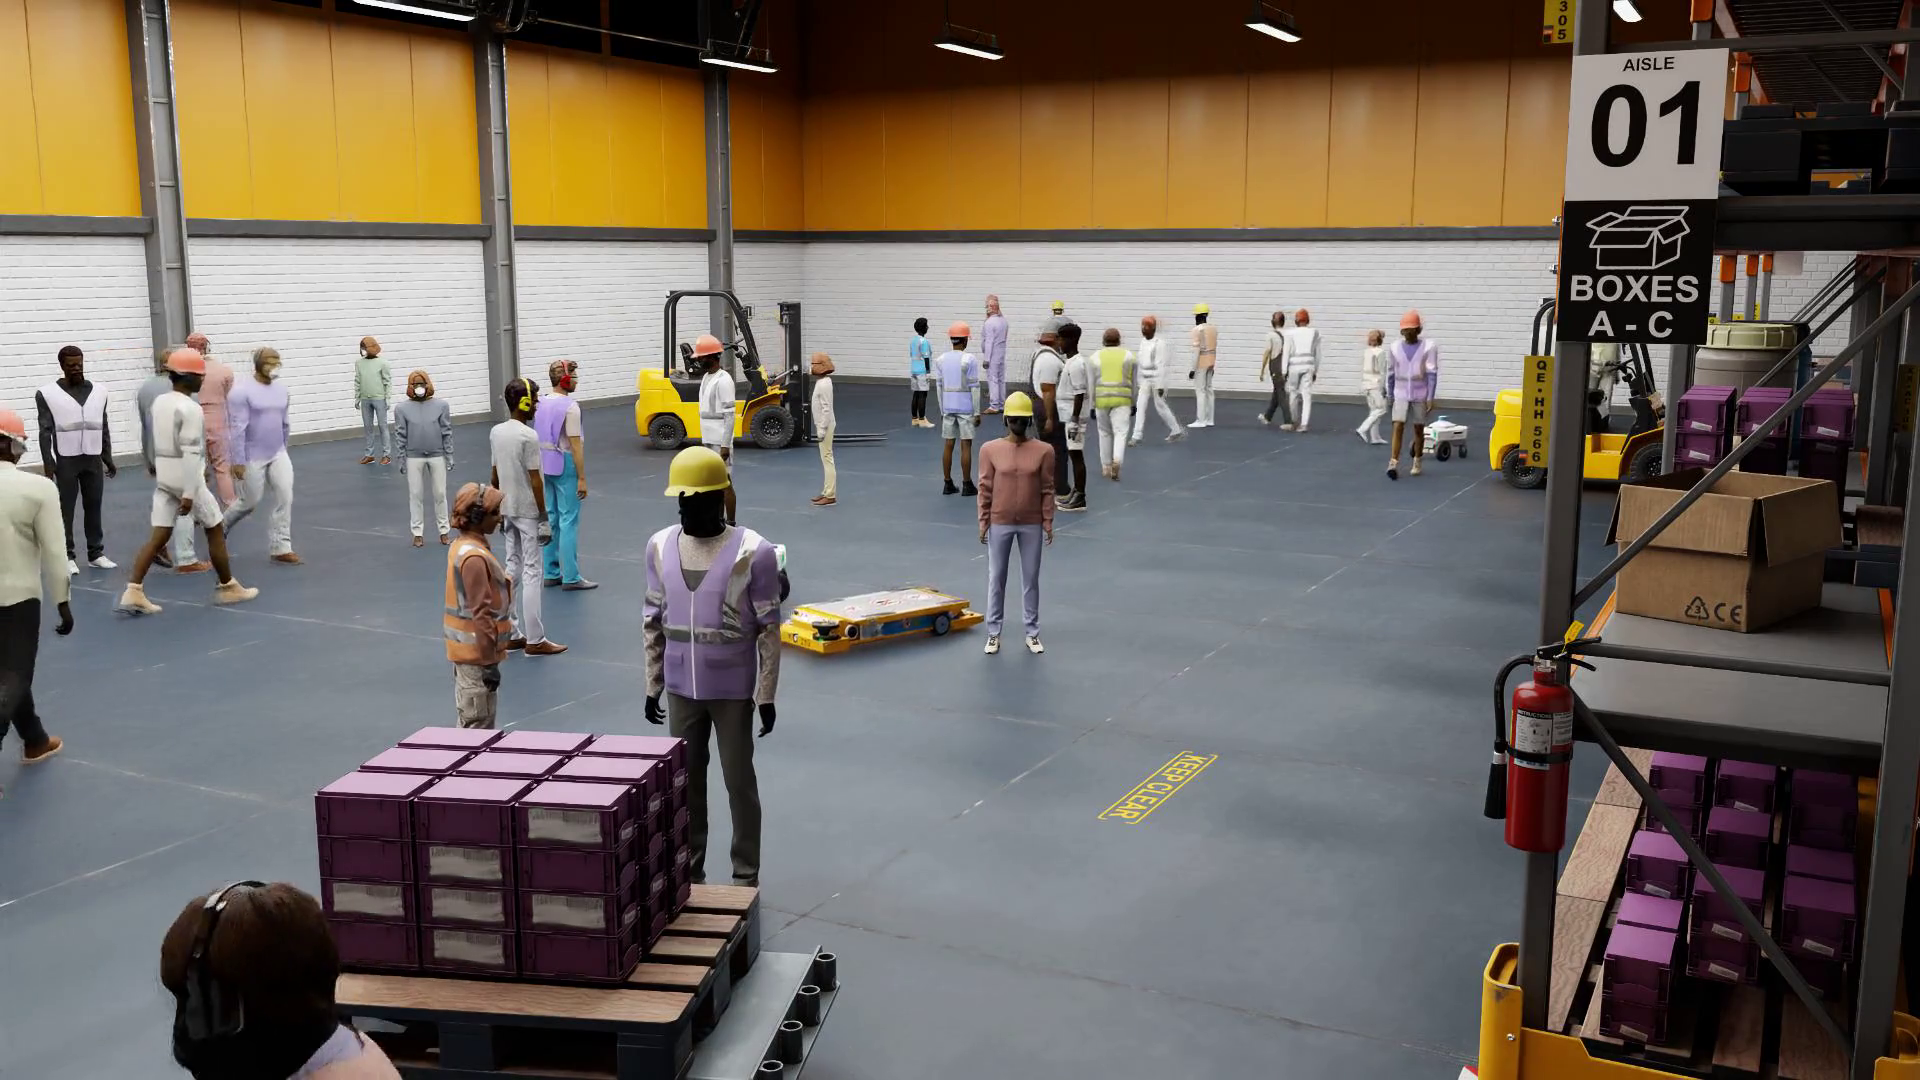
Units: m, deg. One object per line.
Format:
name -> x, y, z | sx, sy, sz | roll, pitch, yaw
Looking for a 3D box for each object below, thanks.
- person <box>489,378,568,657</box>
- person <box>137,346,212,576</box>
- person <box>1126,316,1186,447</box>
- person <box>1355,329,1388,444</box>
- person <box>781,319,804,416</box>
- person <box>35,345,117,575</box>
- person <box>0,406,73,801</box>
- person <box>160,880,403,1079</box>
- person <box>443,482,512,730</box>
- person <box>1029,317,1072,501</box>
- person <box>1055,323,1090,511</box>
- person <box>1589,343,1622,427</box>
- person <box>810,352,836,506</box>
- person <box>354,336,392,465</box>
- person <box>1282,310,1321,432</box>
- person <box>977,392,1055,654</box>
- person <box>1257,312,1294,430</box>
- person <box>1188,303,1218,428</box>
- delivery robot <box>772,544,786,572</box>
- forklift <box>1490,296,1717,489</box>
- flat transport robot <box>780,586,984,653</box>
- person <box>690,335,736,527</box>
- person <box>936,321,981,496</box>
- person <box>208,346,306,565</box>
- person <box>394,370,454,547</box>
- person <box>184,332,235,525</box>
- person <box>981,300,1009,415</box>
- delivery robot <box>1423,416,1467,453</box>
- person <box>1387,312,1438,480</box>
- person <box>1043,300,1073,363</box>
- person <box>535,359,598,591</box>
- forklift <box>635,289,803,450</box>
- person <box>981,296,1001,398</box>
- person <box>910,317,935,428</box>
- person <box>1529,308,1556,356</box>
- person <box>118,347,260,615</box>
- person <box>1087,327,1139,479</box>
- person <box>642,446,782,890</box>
person -> -2.915, -0.152, 11.127 | 0.519, 1.865, 0.328 | 8, 12, 38
person -> -6.569, -0.654, 13.899 | 0.720, 1.907, 0.480 | 5, 11, 27
person -> 2.745, -2.224, 23.253 | 0.923, 1.834, 0.622 | -6, 12, -32
person -> 5.790, -2.126, 23.219 | 0.521, 1.625, 0.558 | -2, 10, -12
person -> -2.831, -2.911, 27.418 | 0.686, 1.748, 0.523 | 1, 10, 6
person -> -7.447, -0.681, 14.031 | 0.371, 1.916, 0.597 | 7, 12, 34
person -> -4.855, 0.300, 8.373 | 0.643, 1.928, 1.070 | 0, 10, -2
person -> -0.884, 1.396, 2.353 | 0.433, 1.809, 0.741 | -5, 11, -28
person -> -2.228, 0.548, 7.719 | 0.311, 1.640, 0.514 | -4, 11, -23
person -> 0.895, -1.409, 17.885 | 0.816, 2.000, 0.699 | -1, 10, -5
person -> 1.182, -1.284, 17.382 | 0.367, 1.963, 0.609 | 0, 10, 3
person -> 9.636, -2.510, 25.011 | 0.619, 1.772, 0.946 | 2, 10, 12
person -> -1.465, -1.183, 17.756 | 0.278, 1.634, 0.498 | -1, 10, -6
person -> -7.471, -1.771, 21.161 | 0.509, 1.632, 0.272 | 2, 10, 13
person -> 5.147, -2.554, 25.133 | 0.604, 1.825, 1.036 | 0, 10, 1
person -> 0.378, -0.112, 11.168 | 0.525, 1.771, 0.305 | -1, 10, -4
person -> 4.866, -2.590, 25.498 | 0.531, 1.789, 0.986 | -5, 11, -27
person -> 3.724, -2.687, 25.627 | 0.387, 1.921, 0.593 | 9, 13, 41
delivery robot -> -1.699, 0.163, 12.811 | 0.707, 0.478, 0.477 | -2, 10, -9
forklift -> 7.296, -1.677, 18.993 | 2.313, 2.155, 1.214 | 5, 11, 27
flat transport robot -> -0.575, 0.543, 11.706 | 1.431, 0.197, 0.652 | -8, 13, -40
person -> -2.298, -0.941, 15.498 | 0.379, 1.927, 0.550 | -6, 11, -30
person -> -0.002, -1.454, 18.439 | 0.545, 1.941, 0.350 | 6, 12, 32
person -> -6.098, -0.722, 14.336 | 0.817, 1.908, 0.653 | 5, 11, 26
person -> -4.909, -0.746, 15.258 | 0.502, 1.626, 0.283 | -4, 11, -21
person -> -7.509, -1.104, 16.507 | 0.653, 1.906, 0.405 | -5, 11, -28
person -> 0.549, -3.048, 27.763 | 0.401, 1.907, 0.646 | 5, 11, 29
delivery robot -> 6.295, -1.376, 21.724 | 0.707, 0.478, 0.477 | -7, 12, -36
person -> 5.357, -1.712, 19.796 | 0.615, 1.975, 1.097 | 5, 11, 25
person -> 1.785, -3.480, 30.478 | 0.600, 1.830, 0.404 | -2, 10, -13
person -> -3.189, -0.514, 13.268 | 0.568, 1.843, 0.374 | 9, 14, 43
forklift -> -3.358, -2.392, 23.136 | 2.313, 2.155, 1.214 | -1, 10, -5
person -> 0.581, -3.587, 30.977 | 0.405, 1.892, 0.723 | 0, 10, -2
person -> -0.588, -2.572, 25.604 | 0.315, 1.700, 0.541 | -5, 11, -26
person -> 8.330, -2.314, 23.424 | 0.634, 1.936, 0.351 | 6, 12, 32
person -> -5.851, -0.435, 12.426 | 0.615, 1.997, 1.038 | 6, 12, 32
person -> 1.812, -1.631, 19.838 | 0.619, 1.815, 0.846 | 2, 10, 10
person -> -1.016, 0.577, 6.715 | 0.595, 1.925, 0.371 | 3, 10, 18
